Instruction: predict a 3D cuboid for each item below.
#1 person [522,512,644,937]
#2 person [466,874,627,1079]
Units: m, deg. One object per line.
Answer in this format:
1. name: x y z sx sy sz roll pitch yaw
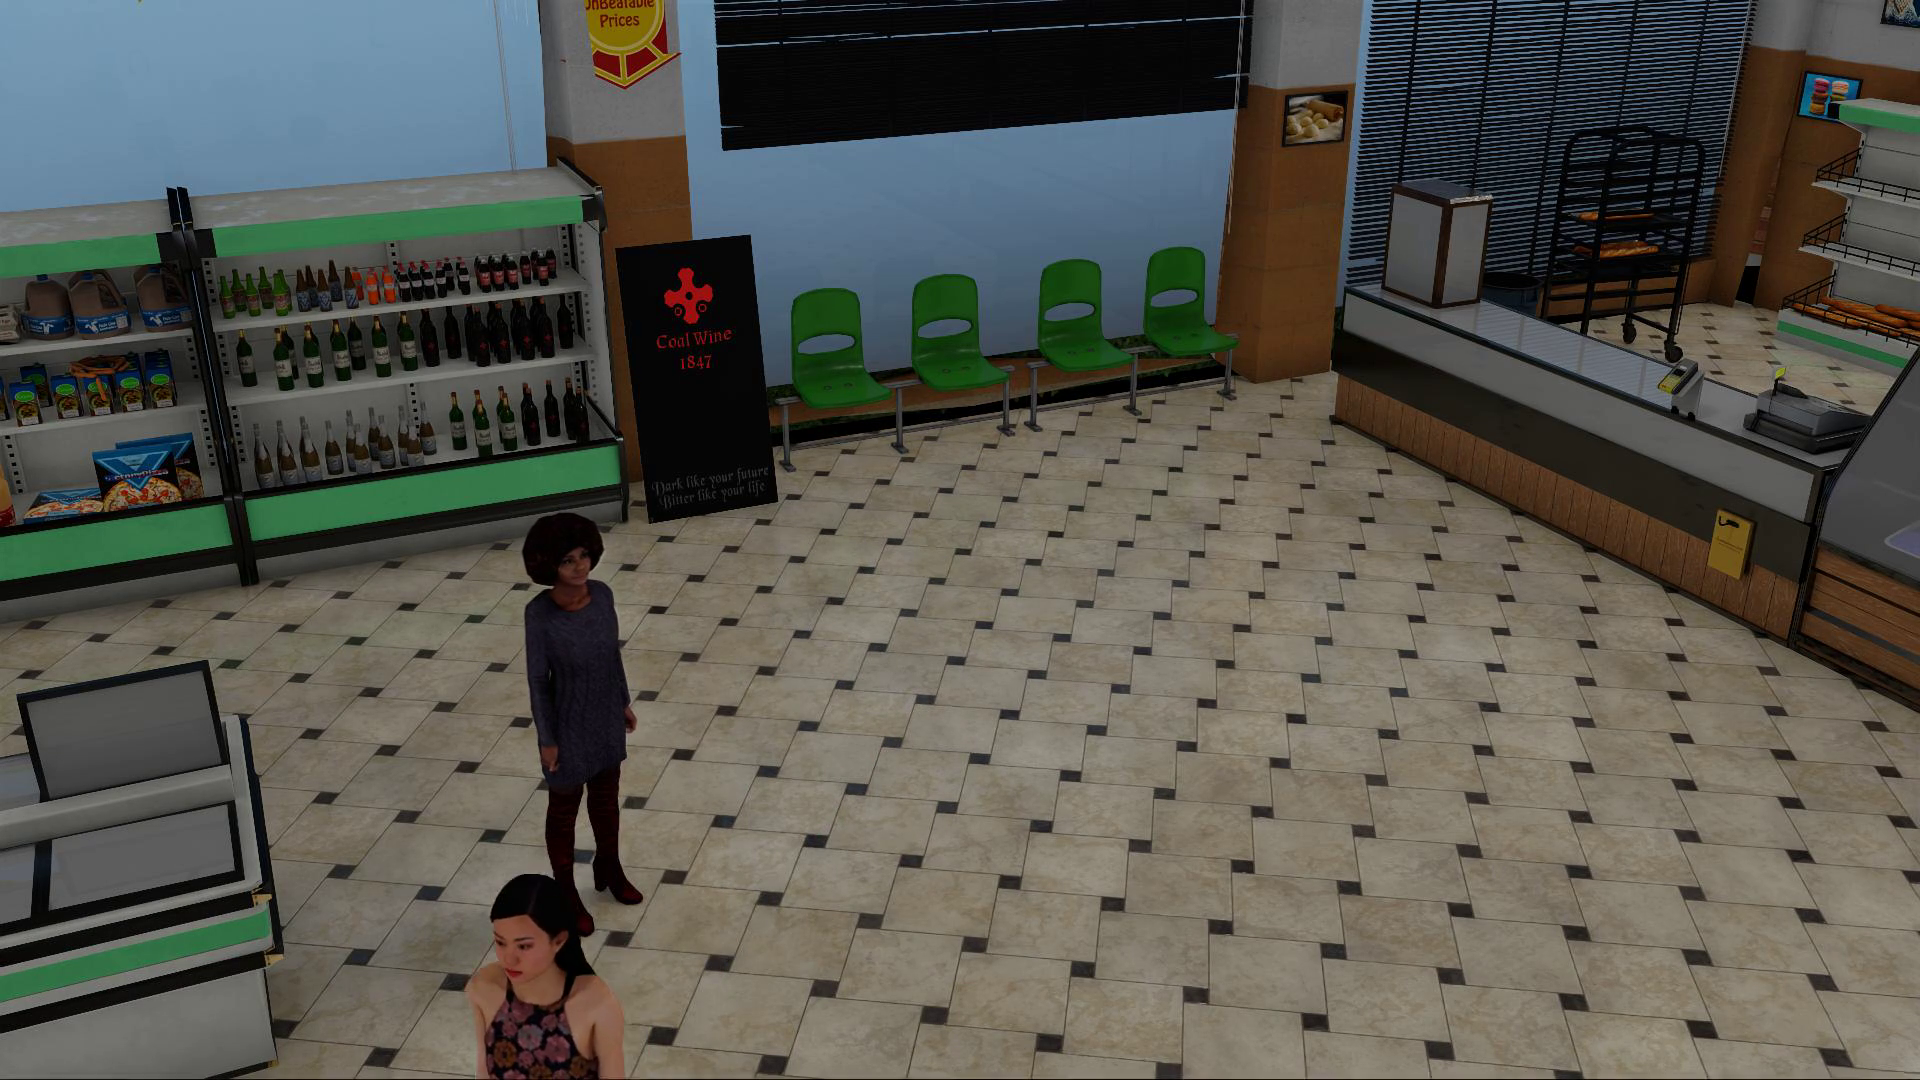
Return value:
1. person: -1.459 0.700 6.390 0.722 1.711 0.594 19 30 36
2. person: -1.000 1.578 4.347 1.077 1.741 1.032 3 24 8
